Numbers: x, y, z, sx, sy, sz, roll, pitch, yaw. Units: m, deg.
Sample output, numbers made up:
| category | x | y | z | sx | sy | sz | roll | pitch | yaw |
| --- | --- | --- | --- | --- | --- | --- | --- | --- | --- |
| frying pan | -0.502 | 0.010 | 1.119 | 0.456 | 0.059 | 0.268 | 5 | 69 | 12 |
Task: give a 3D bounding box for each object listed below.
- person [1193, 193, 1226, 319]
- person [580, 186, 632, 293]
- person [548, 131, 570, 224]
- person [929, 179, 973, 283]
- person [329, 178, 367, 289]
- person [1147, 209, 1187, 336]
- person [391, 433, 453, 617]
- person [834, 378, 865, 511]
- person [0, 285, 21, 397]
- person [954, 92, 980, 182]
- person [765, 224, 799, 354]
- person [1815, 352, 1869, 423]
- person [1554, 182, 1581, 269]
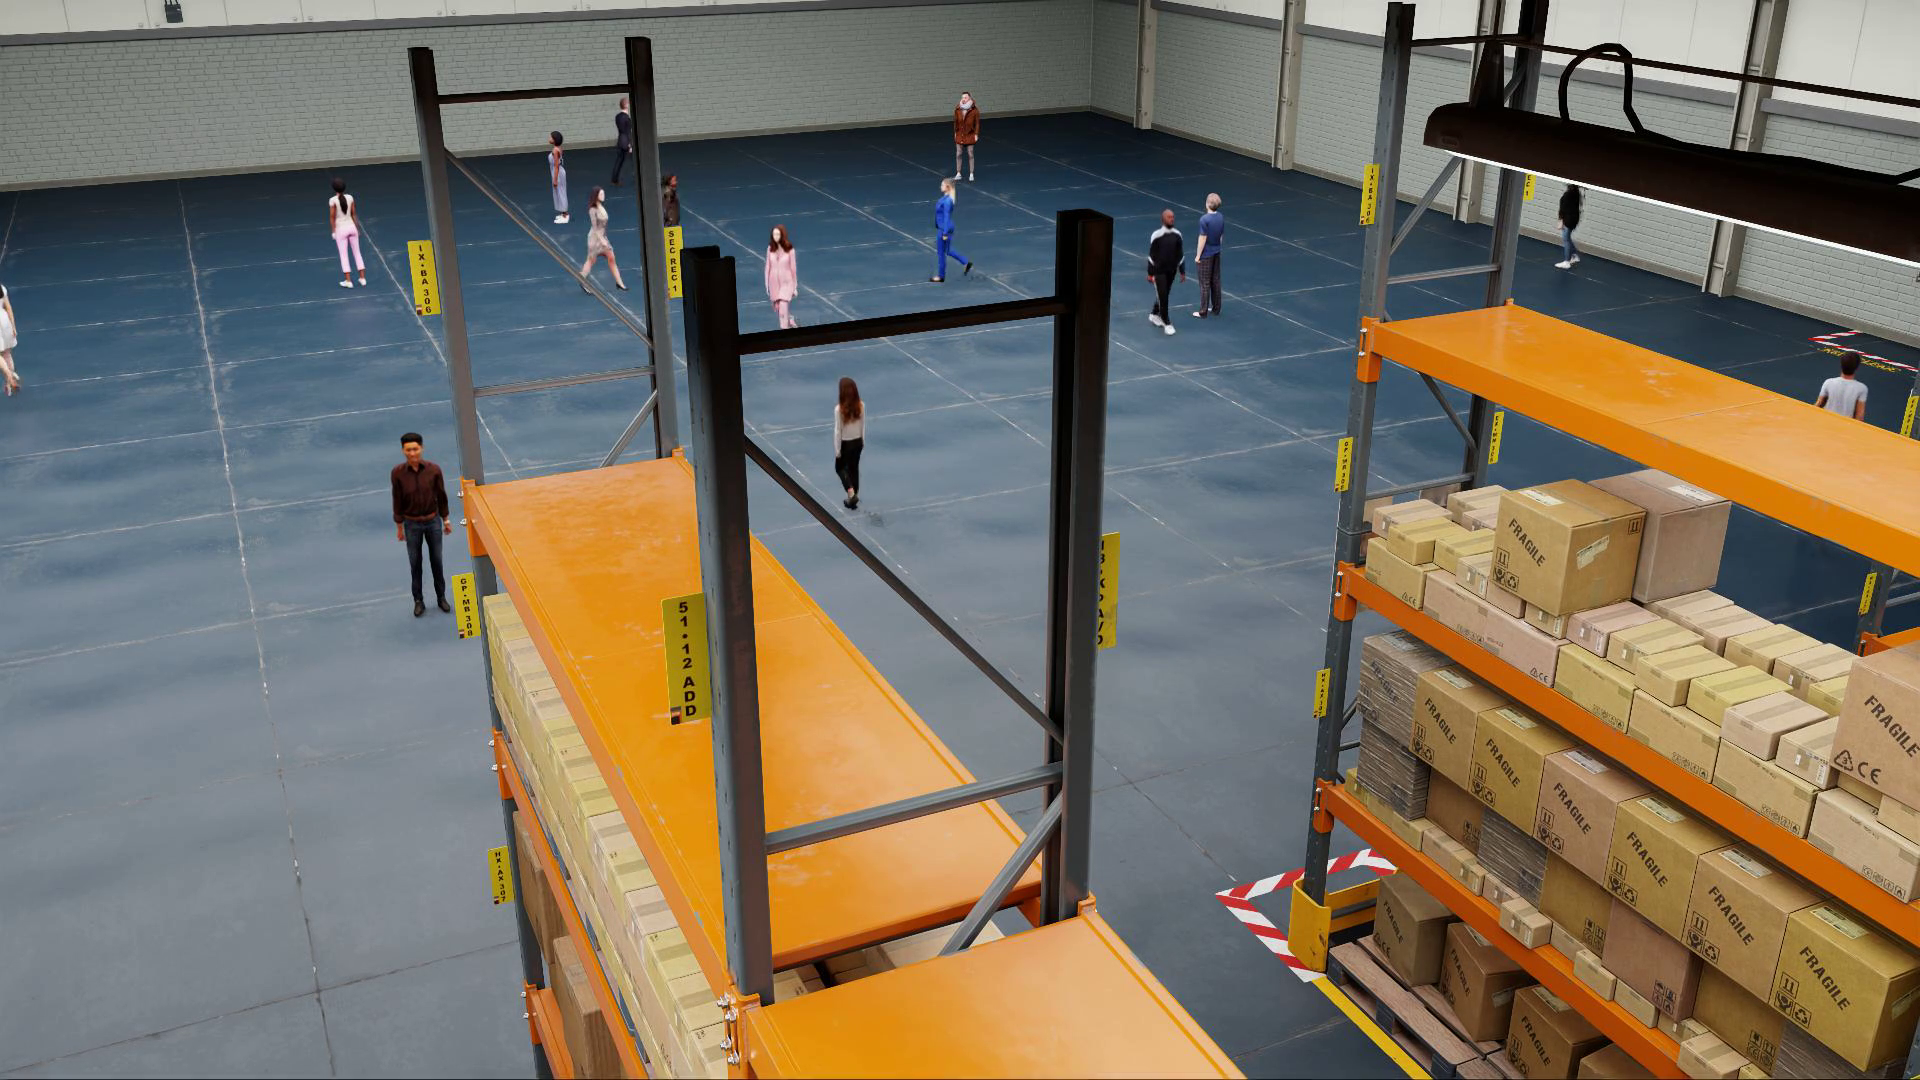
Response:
| category | x | y | z | sx | sy | sz | roll | pitch | yaw |
| --- | --- | --- | --- | --- | --- | --- | --- | --- | --- |
| person | 3.783 | -4.308 | 25.147 | 0.695 | 1.871 | 0.602 | -15 | 27 | -32 |
| person | -5.801 | -4.703 | 26.298 | 1.078 | 1.696 | 1.066 | 6 | 24 | 14 |
| person | -7.558 | -6.847 | 31.341 | 0.707 | 1.696 | 0.575 | -2 | 23 | -4 |
| person | -0.145 | -5.025 | 27.071 | 0.932 | 1.685 | 0.981 | 0 | 23 | 1 |
| person | -9.928 | -4.978 | 26.894 | 0.674 | 1.736 | 0.664 | 19 | 30 | 38 |
| person | 2.960 | -3.963 | 24.445 | 0.677 | 1.785 | 1.143 | -10 | 25 | -23 |
| person | -5.021 | -0.164 | 15.516 | 0.656 | 1.781 | 0.530 | -8 | 24 | -19 |
| person | -1.142 | -1.006 | 17.889 | 0.571 | 1.475 | 0.625 | -14 | 27 | -30 |
| person | -12.372 | -2.660 | 21.413 | 0.824 | 1.761 | 1.031 | -21 | 31 | -40 |
| person | 0.119 | -8.525 | 35.106 | 0.860 | 1.838 | 0.907 | 5 | 24 | 11 |
| person | -2.491 | -3.593 | 23.579 | 1.033 | 1.782 | 1.122 | 7 | 24 | 15 |
| person | 9.173 | -1.031 | 17.506 | 1.218 | 1.820 | 1.152 | 13 | 26 | 28 |
| person | 10.286 | -5.384 | 27.989 | 0.764 | 1.626 | 0.782 | -20 | 30 | -39 |
